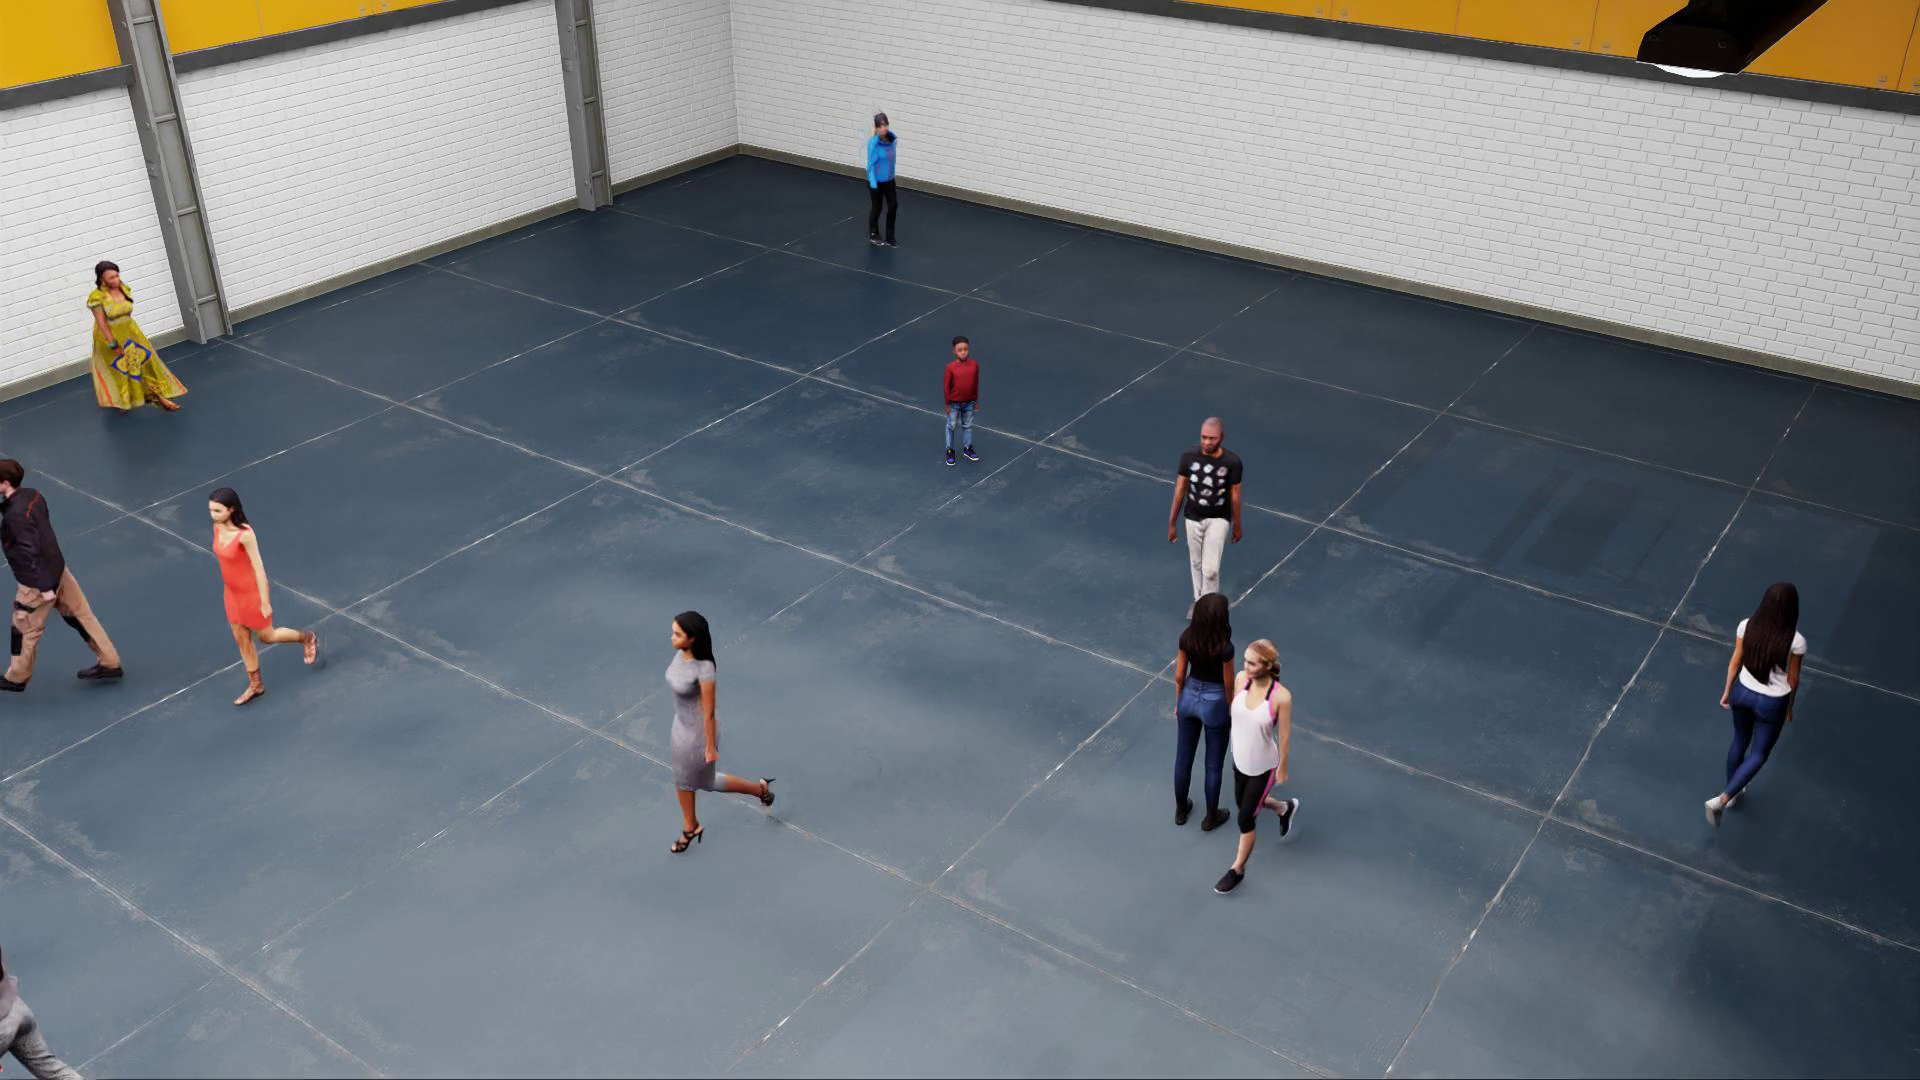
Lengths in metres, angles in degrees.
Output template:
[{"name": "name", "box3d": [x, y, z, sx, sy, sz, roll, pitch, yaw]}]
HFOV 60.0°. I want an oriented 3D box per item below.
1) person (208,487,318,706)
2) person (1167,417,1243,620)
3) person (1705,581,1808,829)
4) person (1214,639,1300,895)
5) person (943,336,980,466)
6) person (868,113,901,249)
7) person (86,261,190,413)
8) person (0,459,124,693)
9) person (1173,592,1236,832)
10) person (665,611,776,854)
[{"name": "person", "box3d": [-5.171, 0.363, 12.229, 0.656, 1.701, 1.002, 15, 32, 25]}, {"name": "person", "box3d": [1.976, -0.174, 13.125, 0.814, 1.784, 1.003, 12, 31, 21]}, {"name": "person", "box3d": [5.154, 1.105, 10.812, 1.031, 1.755, 0.760, -23, 36, -35]}, {"name": "person", "box3d": [1.898, 1.351, 10.348, 1.092, 1.768, 0.773, -23, 36, -35]}, {"name": "person", "box3d": [0.006, -1.349, 15.832, 0.567, 1.256, 0.647, -10, 30, -18]}, {"name": "person", "box3d": [-1.025, -4.592, 21.249, 0.827, 1.762, 0.841, -23, 36, -36]}, {"name": "person", "box3d": [-8.483, -2.009, 16.668, 0.971, 1.613, 1.155, 12, 31, 21]}, {"name": "person", "box3d": [-6.630, 0.278, 12.203, 1.288, 1.875, 1.191, -7, 29, -12]}, {"name": "person", "box3d": [1.581, 1.118, 10.804, 0.582, 1.739, 0.552, 15, 32, 26]}, {"name": "person", "box3d": [-1.583, 1.217, 10.599, 1.052, 1.762, 0.806, -18, 33, -29]}]
